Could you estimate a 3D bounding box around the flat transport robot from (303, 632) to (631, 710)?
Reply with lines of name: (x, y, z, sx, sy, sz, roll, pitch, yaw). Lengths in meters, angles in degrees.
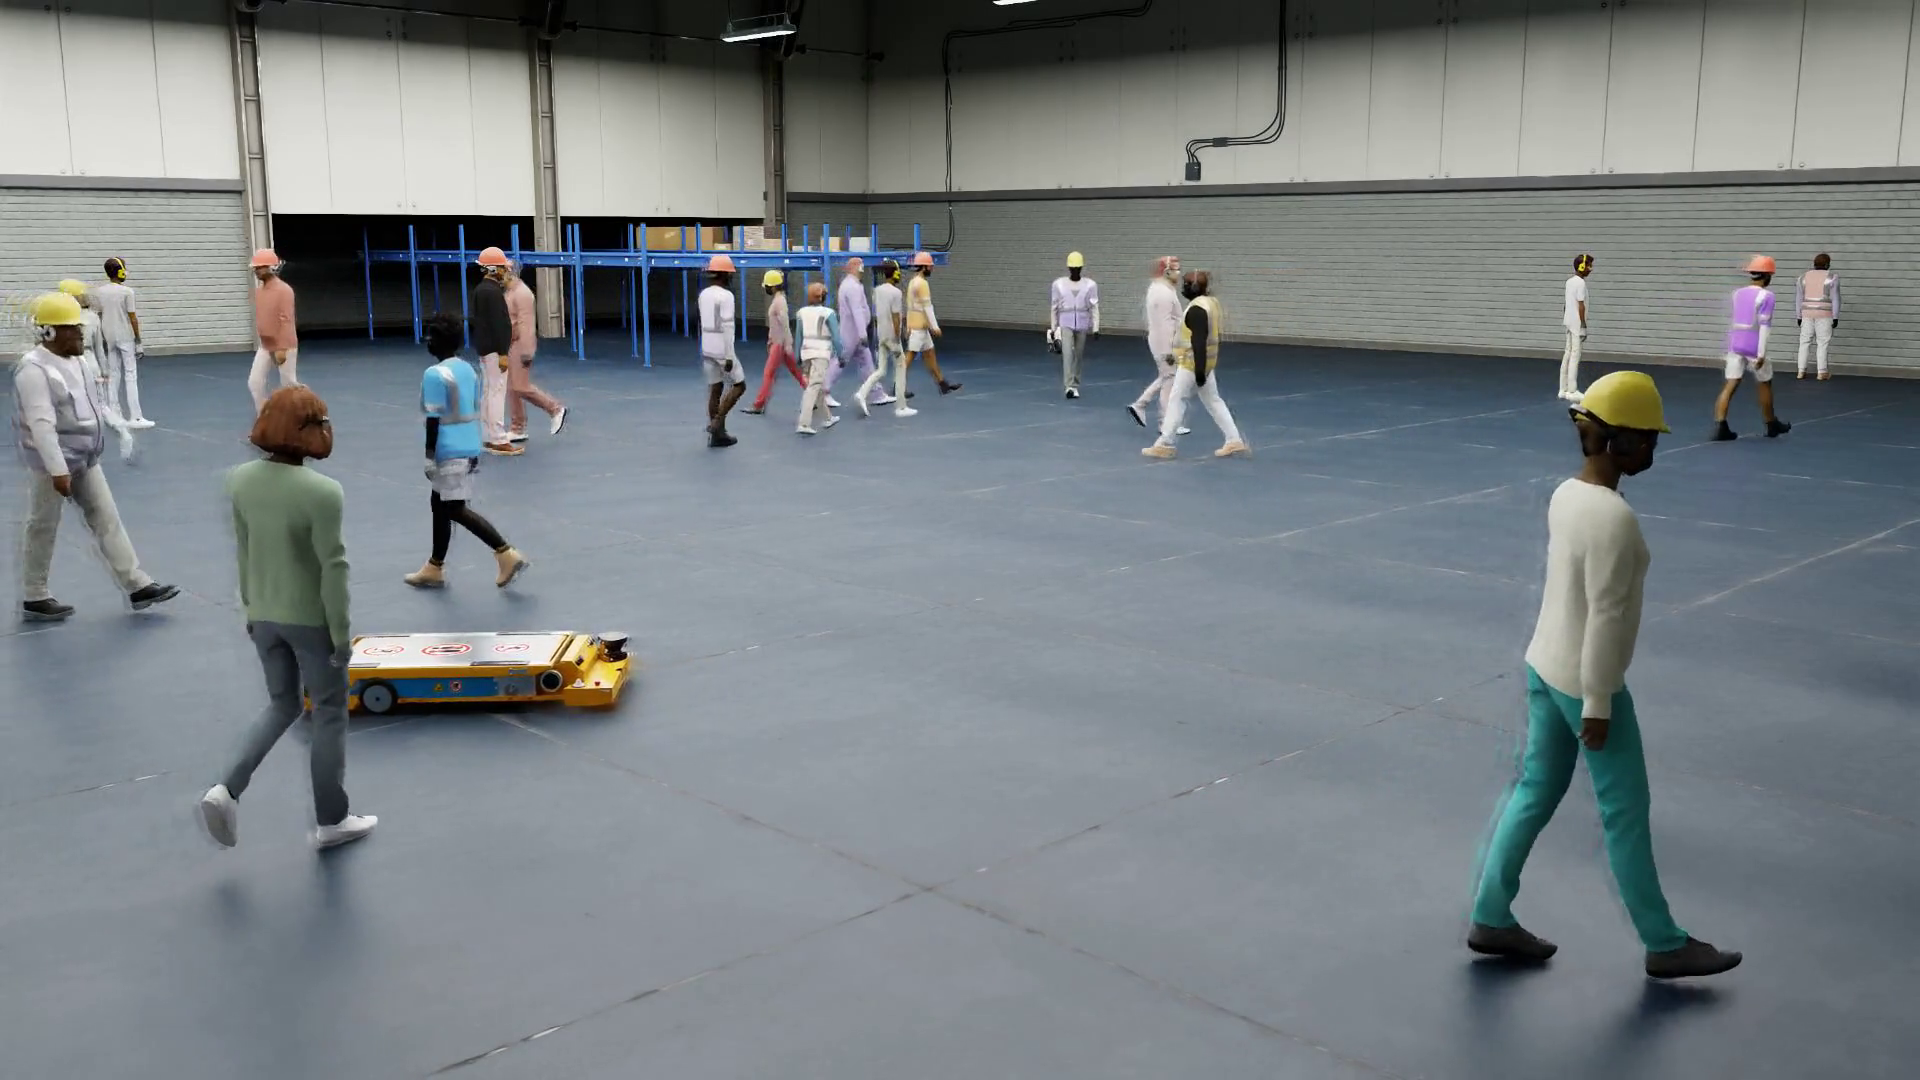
flat transport robot: (-2.294, 0.597, 7.719, 1.431, 0.197, 0.652, -1, 10, -4)

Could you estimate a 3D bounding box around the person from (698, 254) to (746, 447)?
person: (-2.390, -1.903, 16.730, 0.400, 1.920, 0.560, -10, 14, -43)

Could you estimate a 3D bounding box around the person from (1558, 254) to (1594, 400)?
person: (8.004, -2.762, 21.573, 0.328, 1.865, 0.521, 0, 10, -3)

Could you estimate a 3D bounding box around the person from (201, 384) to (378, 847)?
person: (-2.291, 0.286, 5.624, 0.512, 1.615, 0.543, 5, 11, 23)

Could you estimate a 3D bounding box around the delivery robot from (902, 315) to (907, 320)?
delivery robot: (-1.405, -4.792, 35.363, 0.698, 0.223, 0.335, -5, 12, -25)

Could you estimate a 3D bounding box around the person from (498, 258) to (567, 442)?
person: (-4.474, -1.947, 17.108, 0.629, 1.879, 0.691, -7, 12, -33)

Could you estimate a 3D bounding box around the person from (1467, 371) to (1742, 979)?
person: (1.845, 0.387, 4.735, 0.746, 1.728, 0.547, 0, 10, 1)

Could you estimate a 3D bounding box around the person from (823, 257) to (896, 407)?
person: (-1.313, -2.573, 20.620, 1.041, 1.837, 0.691, -1, 10, -5)

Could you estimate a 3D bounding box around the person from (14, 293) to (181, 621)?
person: (-4.828, -0.450, 9.156, 0.886, 1.789, 0.618, 0, 10, 2)

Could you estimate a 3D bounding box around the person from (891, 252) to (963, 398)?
person: (-0.456, -2.802, 21.739, 1.003, 1.883, 0.553, -2, 11, -11)

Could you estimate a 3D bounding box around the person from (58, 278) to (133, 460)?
person: (-8.105, -1.562, 15.436, 0.736, 1.722, 0.490, 4, 11, 22)

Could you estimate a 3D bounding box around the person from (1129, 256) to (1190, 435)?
person: (2.164, -2.071, 17.709, 0.550, 1.893, 0.670, 0, 10, -3)

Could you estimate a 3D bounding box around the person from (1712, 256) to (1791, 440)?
person: (8.291, -1.992, 17.299, 0.961, 1.889, 0.557, -5, 11, -23)

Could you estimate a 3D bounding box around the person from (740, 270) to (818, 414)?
person: (-2.116, -2.340, 19.721, 0.946, 1.700, 0.538, -1, 10, -5)

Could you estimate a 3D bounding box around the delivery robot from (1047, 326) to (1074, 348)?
delivery robot: (1.859, -3.702, 30.132, 0.477, 0.478, 0.707, -4, 11, -21)

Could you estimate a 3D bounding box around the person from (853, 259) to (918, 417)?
person: (-0.883, -2.344, 19.374, 0.816, 1.842, 0.525, -9, 13, -39)

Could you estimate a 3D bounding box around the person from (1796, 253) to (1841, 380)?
person: (12.676, -3.301, 24.568, 0.429, 1.846, 0.625, -9, 13, -39)

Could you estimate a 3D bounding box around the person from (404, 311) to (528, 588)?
person: (-2.980, -0.530, 9.930, 0.779, 1.667, 0.534, 1, 10, 5)

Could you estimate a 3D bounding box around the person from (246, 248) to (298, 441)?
person: (-7.030, -1.965, 16.940, 0.617, 1.970, 0.696, 7, 12, 32)

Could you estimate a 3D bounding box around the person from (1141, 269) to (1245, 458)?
person: (2.270, -1.671, 15.819, 0.978, 1.798, 0.635, 4, 11, 19)

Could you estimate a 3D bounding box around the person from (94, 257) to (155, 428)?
person: (-9.248, -2.173, 18.339, 0.520, 1.874, 0.332, 2, 11, 13)

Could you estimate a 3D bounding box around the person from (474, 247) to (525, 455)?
person: (-4.510, -1.833, 16.150, 0.381, 1.994, 0.613, -6, 12, -30)

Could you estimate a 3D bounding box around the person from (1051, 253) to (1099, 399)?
person: (1.494, -2.754, 21.477, 0.615, 1.873, 0.969, 0, 10, -2)

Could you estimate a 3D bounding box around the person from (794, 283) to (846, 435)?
person: (-1.506, -1.942, 17.825, 0.513, 1.595, 0.864, 8, 13, 37)
